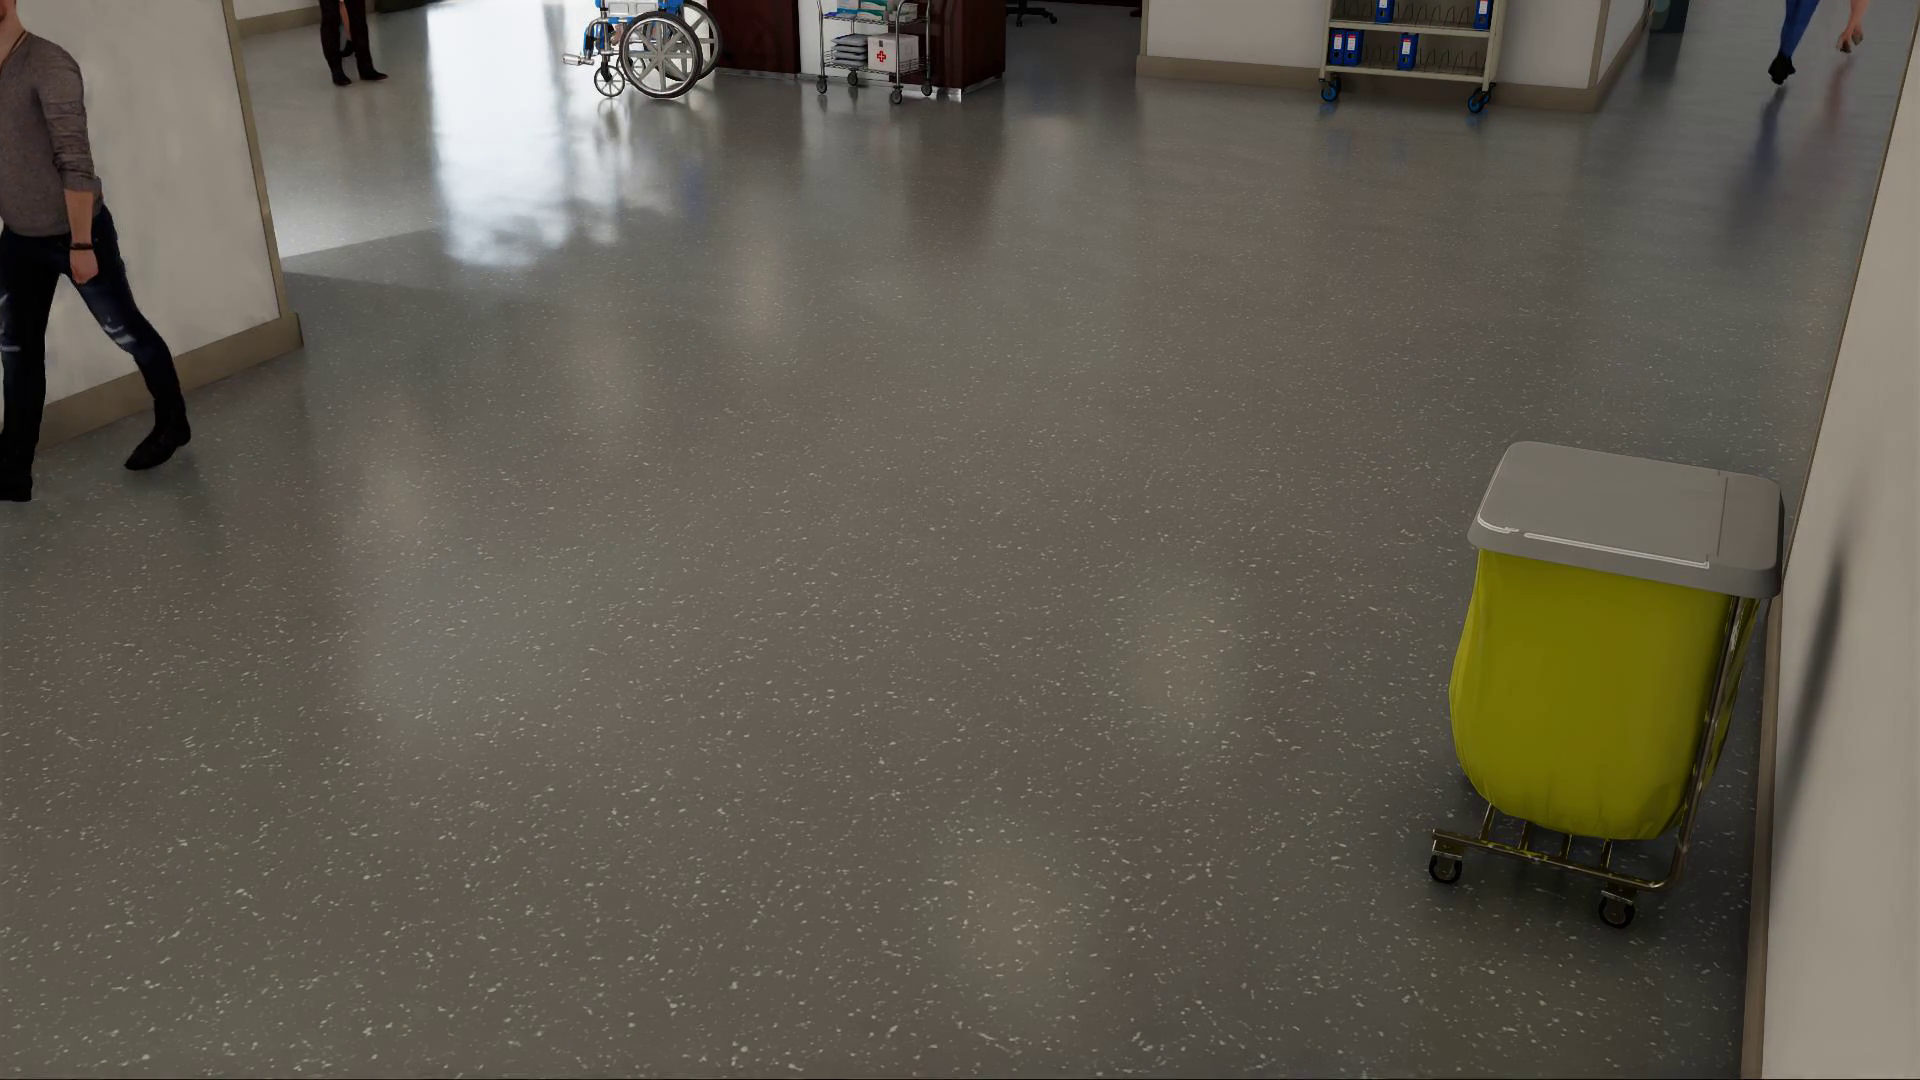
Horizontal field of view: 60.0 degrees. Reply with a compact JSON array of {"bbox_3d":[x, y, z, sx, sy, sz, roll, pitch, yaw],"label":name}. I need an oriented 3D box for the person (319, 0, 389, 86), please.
[{"bbox_3d":[-4.848,-4.492,12.866,0.699,1.859,0.746,20,32,36],"label":"person"}]

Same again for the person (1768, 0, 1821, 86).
[{"bbox_3d":[6.443,-4.277,12.721,0.910,1.597,1.072,-23,34,-39],"label":"person"}]

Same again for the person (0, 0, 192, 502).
[{"bbox_3d":[-3.062,-1.088,5.796,1.110,1.868,0.805,10,27,20],"label":"person"}]
